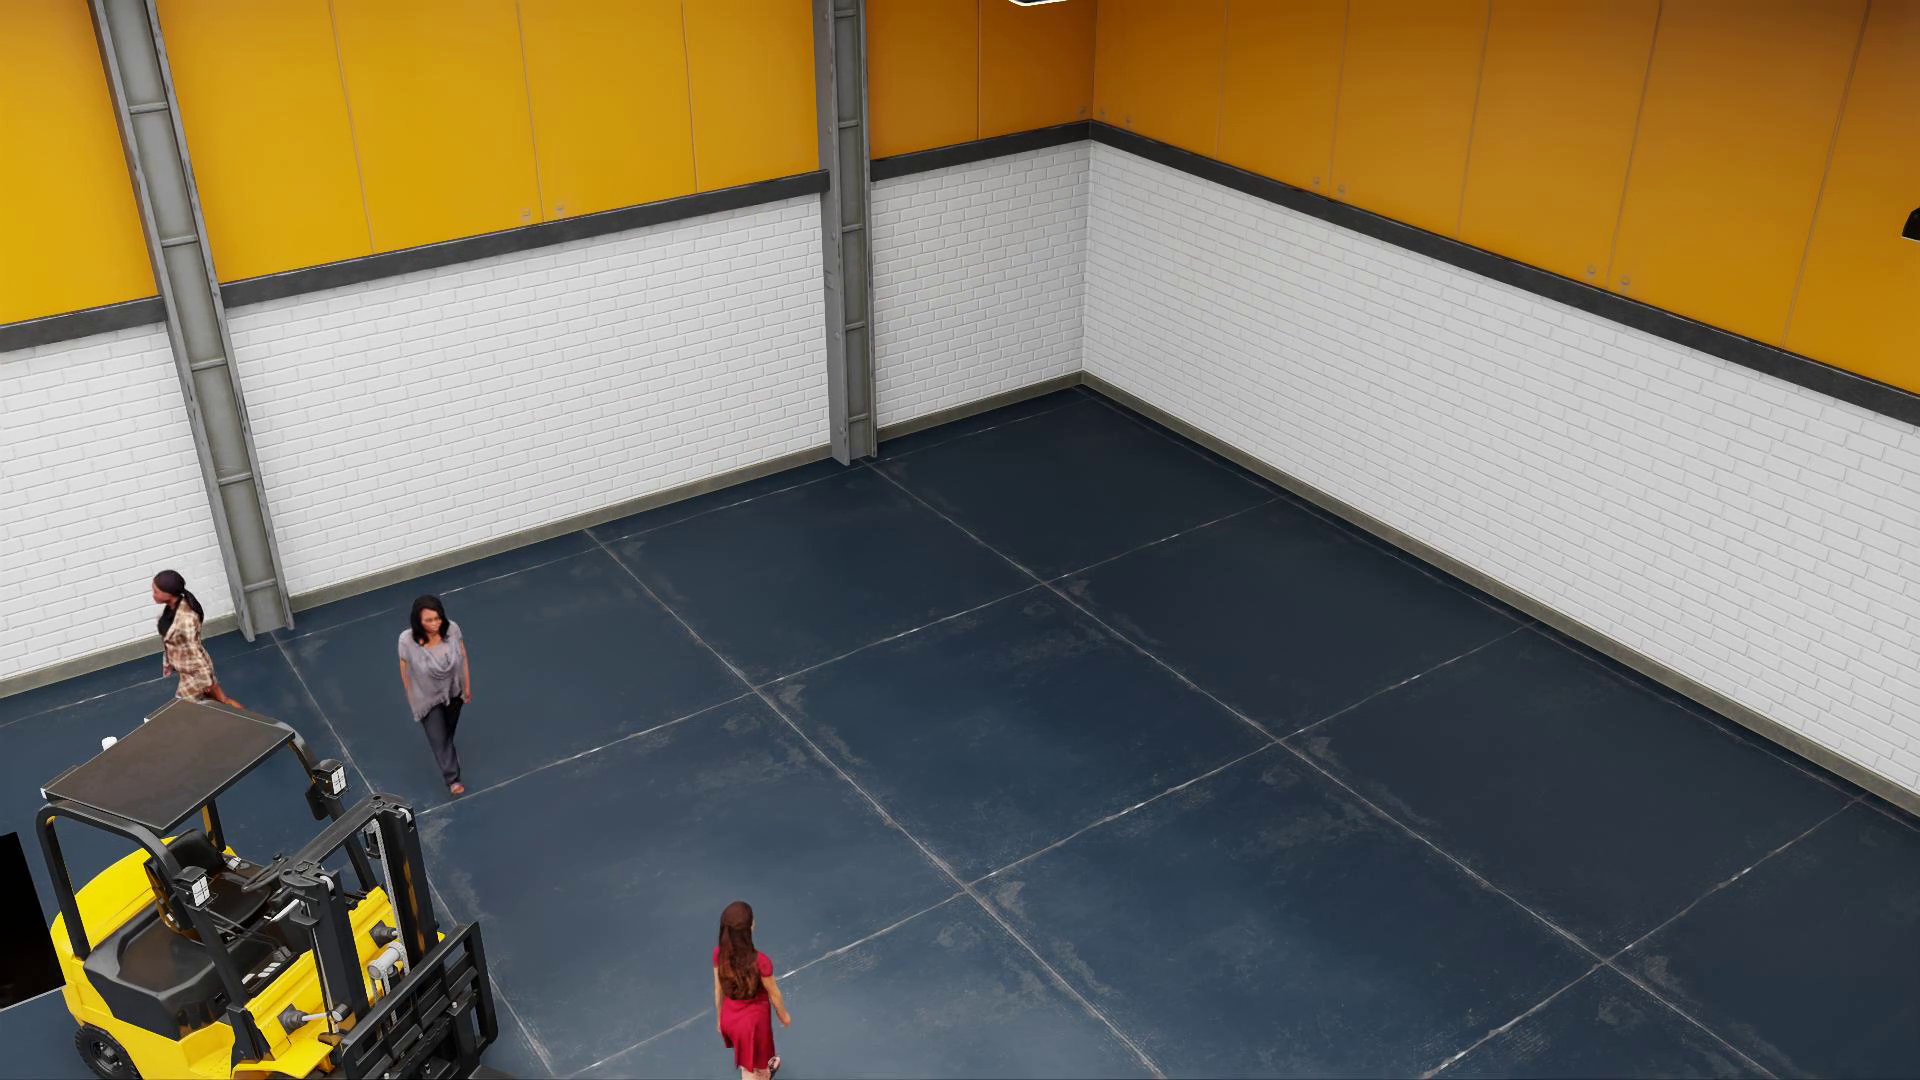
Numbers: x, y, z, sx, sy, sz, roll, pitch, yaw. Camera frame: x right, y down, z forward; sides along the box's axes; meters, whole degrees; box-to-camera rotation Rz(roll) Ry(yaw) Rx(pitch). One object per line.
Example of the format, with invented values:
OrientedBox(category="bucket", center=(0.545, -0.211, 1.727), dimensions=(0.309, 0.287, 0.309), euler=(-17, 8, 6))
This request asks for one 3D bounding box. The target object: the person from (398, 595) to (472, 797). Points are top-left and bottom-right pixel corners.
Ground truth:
OrientedBox(category="person", center=(-3.873, 1.053, 12.301), dimensions=(0.915, 1.563, 0.681), euler=(-20, 34, -32))

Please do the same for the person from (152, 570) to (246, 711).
OrientedBox(category="person", center=(-5.542, 0.977, 12.254), dimensions=(1.103, 1.742, 0.629), euler=(-16, 33, -27))

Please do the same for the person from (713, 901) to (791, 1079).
OrientedBox(category="person", center=(-1.208, 2.723, 9.280), dimensions=(0.901, 1.525, 1.115), euler=(12, 31, 21))
